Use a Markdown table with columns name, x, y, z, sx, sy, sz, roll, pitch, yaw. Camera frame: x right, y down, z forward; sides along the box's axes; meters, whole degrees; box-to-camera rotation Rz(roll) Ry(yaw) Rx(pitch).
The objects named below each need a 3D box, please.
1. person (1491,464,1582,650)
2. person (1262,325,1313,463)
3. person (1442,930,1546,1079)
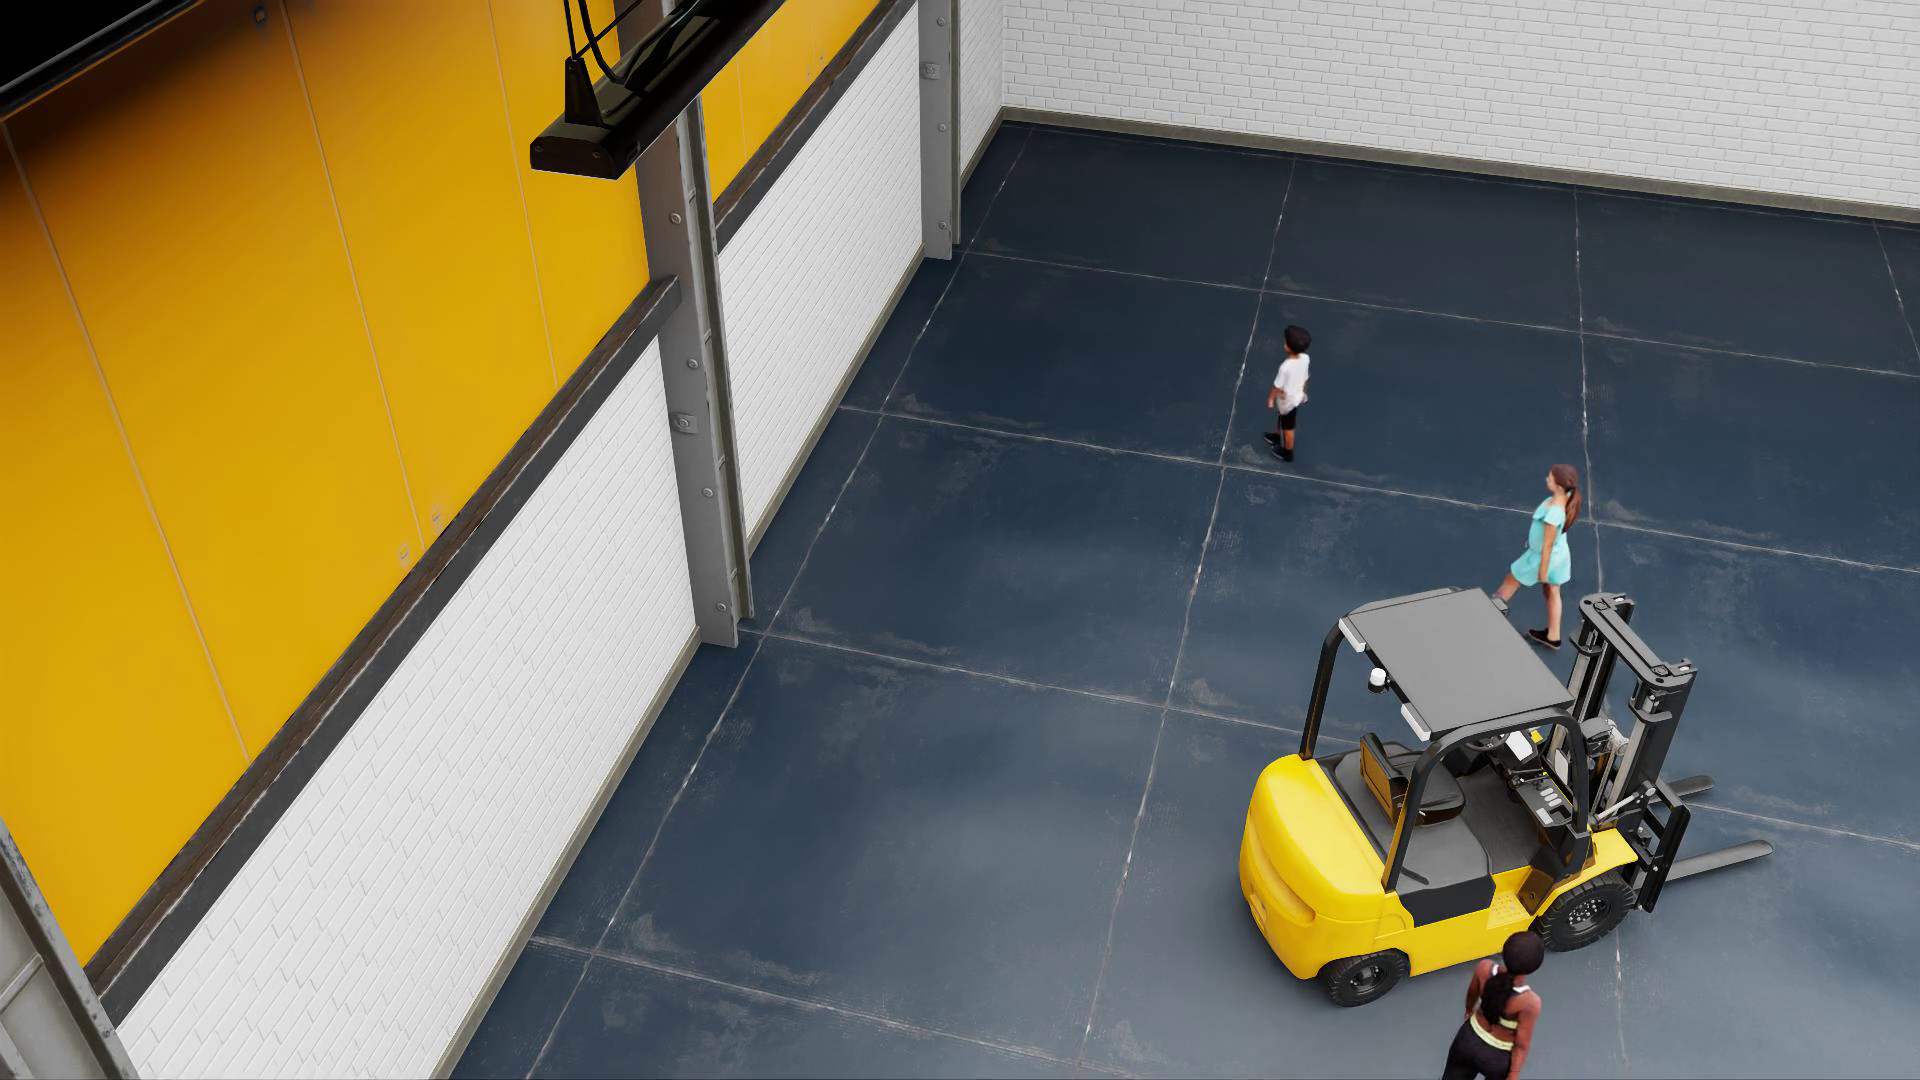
| name | x | y | z | sx | sy | sz | roll | pitch | yaw |
| --- | --- | --- | --- | --- | --- | --- | --- | --- | --- |
| person | 4.234 | 0.147 | 11.818 | 0.903 | 1.521 | 1.002 | 31 | 48 | 33 |
| person | 2.764 | -1.173 | 13.689 | 0.688 | 1.249 | 0.732 | -28 | 46 | -31 |
| person | 2.623 | 2.681 | 8.493 | 1.186 | 1.710 | 1.000 | -28 | 46 | -31 |
